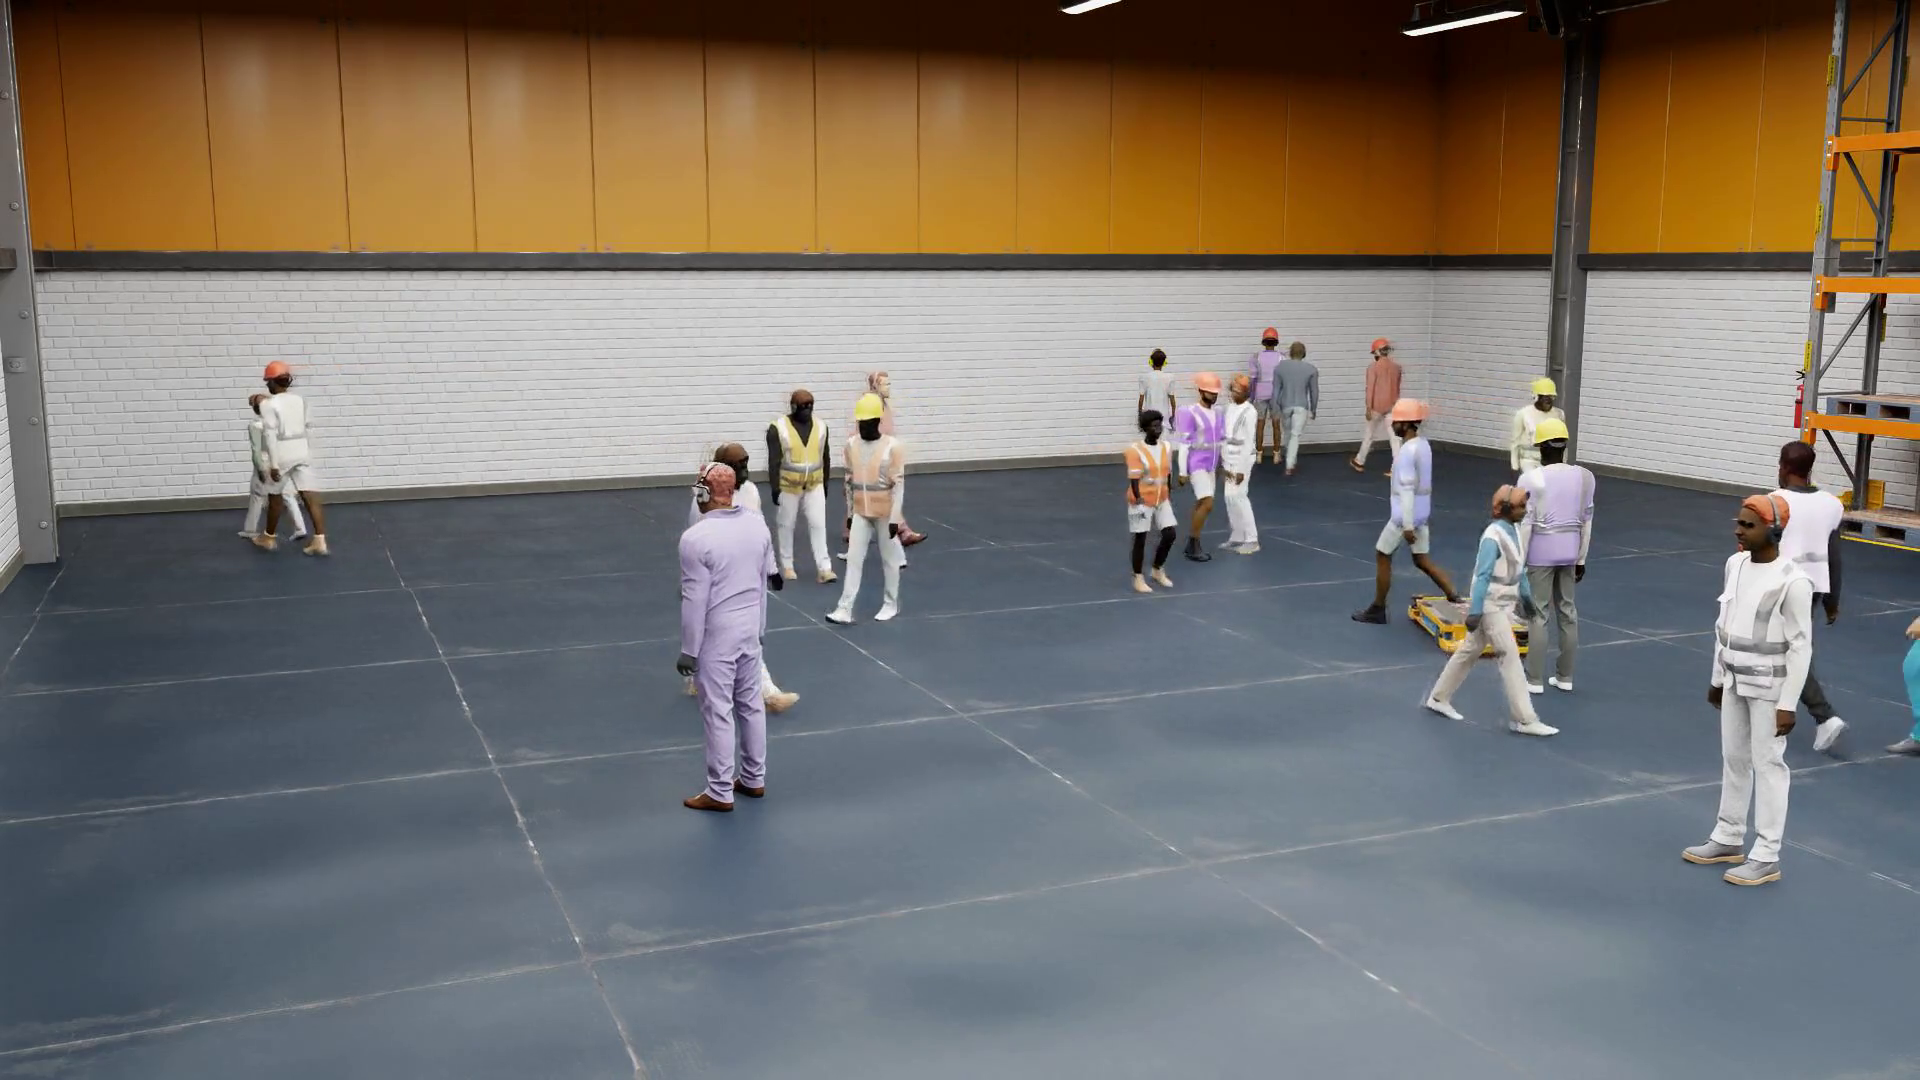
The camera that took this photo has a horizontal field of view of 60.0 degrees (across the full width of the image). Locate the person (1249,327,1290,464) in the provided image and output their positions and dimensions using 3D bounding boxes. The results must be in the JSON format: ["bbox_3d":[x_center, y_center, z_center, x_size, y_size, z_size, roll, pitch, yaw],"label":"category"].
[{"bbox_3d":[4.620,-2.154,24.874,0.608,2.048,0.369,2,10,10],"label":"person"}]

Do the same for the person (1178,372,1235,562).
[{"bbox_3d":[2.463,-0.726,16.646,0.540,1.913,0.519,-9,13,-43],"label":"person"}]

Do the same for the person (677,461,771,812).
[{"bbox_3d":[-1.312,0.523,9.075,0.399,1.910,0.643,6,11,34],"label":"person"}]

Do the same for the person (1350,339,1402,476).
[{"bbox_3d":[5.967,-1.878,23.591,0.651,1.918,1.083,-3,10,-19],"label":"person"}]

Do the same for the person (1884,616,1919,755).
[{"bbox_3d":[5.787,0.450,9.800,0.655,1.813,0.554,4,10,21],"label":"person"}]

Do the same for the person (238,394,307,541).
[{"bbox_3d":[-7.429,-0.777,17.918,0.875,1.598,0.509,4,10,24],"label":"person"}]

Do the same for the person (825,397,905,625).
[{"bbox_3d":[-0.765,-0.219,13.616,0.617,1.884,0.927,5,11,28],"label":"person"}]

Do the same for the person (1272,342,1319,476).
[{"bbox_3d":[4.760,-1.864,23.644,0.631,1.883,1.047,4,10,23],"label":"person"}]

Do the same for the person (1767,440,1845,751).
[{"bbox_3d":[5.229,0.330,10.337,0.596,1.878,0.914,-3,10,-16],"label":"person"}]

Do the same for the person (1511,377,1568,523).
[{"bbox_3d":[6.160,-0.851,17.774,0.603,1.797,0.885,-2,10,-14],"label":"person"}]

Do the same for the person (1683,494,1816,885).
[{"bbox_3d":[3.818,0.713,8.000,0.362,1.883,0.575,-2,10,-10],"label":"person"}]

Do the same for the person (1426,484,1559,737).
[{"bbox_3d":[3.395,0.427,10.619,0.866,1.590,0.508,5,11,29],"label":"person"}]

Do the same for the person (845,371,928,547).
[{"bbox_3d":[-0.803,-0.849,17.535,0.980,1.851,0.674,3,10,15],"label":"person"}]

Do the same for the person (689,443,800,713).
[{"bbox_3d":[-1.484,0.243,11.143,0.976,1.792,0.627,4,10,23],"label":"person"}]

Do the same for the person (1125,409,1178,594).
[{"bbox_3d":[1.715,-0.339,14.993,0.540,1.680,0.408,-6,11,-30],"label":"person"}]

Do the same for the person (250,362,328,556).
[{"bbox_3d":[-6.899,-0.829,17.045,1.065,1.975,0.618,5,11,29],"label":"person"}]

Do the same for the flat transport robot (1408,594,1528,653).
[{"bbox_3d":[4.048,0.654,13.229,0.652,0.197,1.431,1,9,3],"label":"flat transport robot"}]

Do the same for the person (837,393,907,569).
[{"bbox_3d":[-0.854,-0.571,16.285,0.912,1.721,0.529,5,11,29],"label":"person"}]

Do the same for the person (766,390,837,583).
[{"bbox_3d":[-1.468,-0.482,15.486,0.645,1.801,0.882,-4,10,-24],"label":"person"}]

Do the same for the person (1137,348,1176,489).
[{"bbox_3d":[2.601,-1.588,21.966,0.522,1.877,0.325,2,10,10],"label":"person"}]

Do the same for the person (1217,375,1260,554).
[{"bbox_3d":[2.907,-0.783,17.189,0.382,1.858,0.640,-1,9,-9],"label":"person"}]

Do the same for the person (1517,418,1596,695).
[{"bbox_3d":[4.067,0.118,11.498,0.585,1.917,0.380,-2,10,-14],"label":"person"}]

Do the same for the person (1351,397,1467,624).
[{"bbox_3d":[3.723,-0.211,13.562,0.916,1.905,0.541,7,12,37],"label":"person"}]
